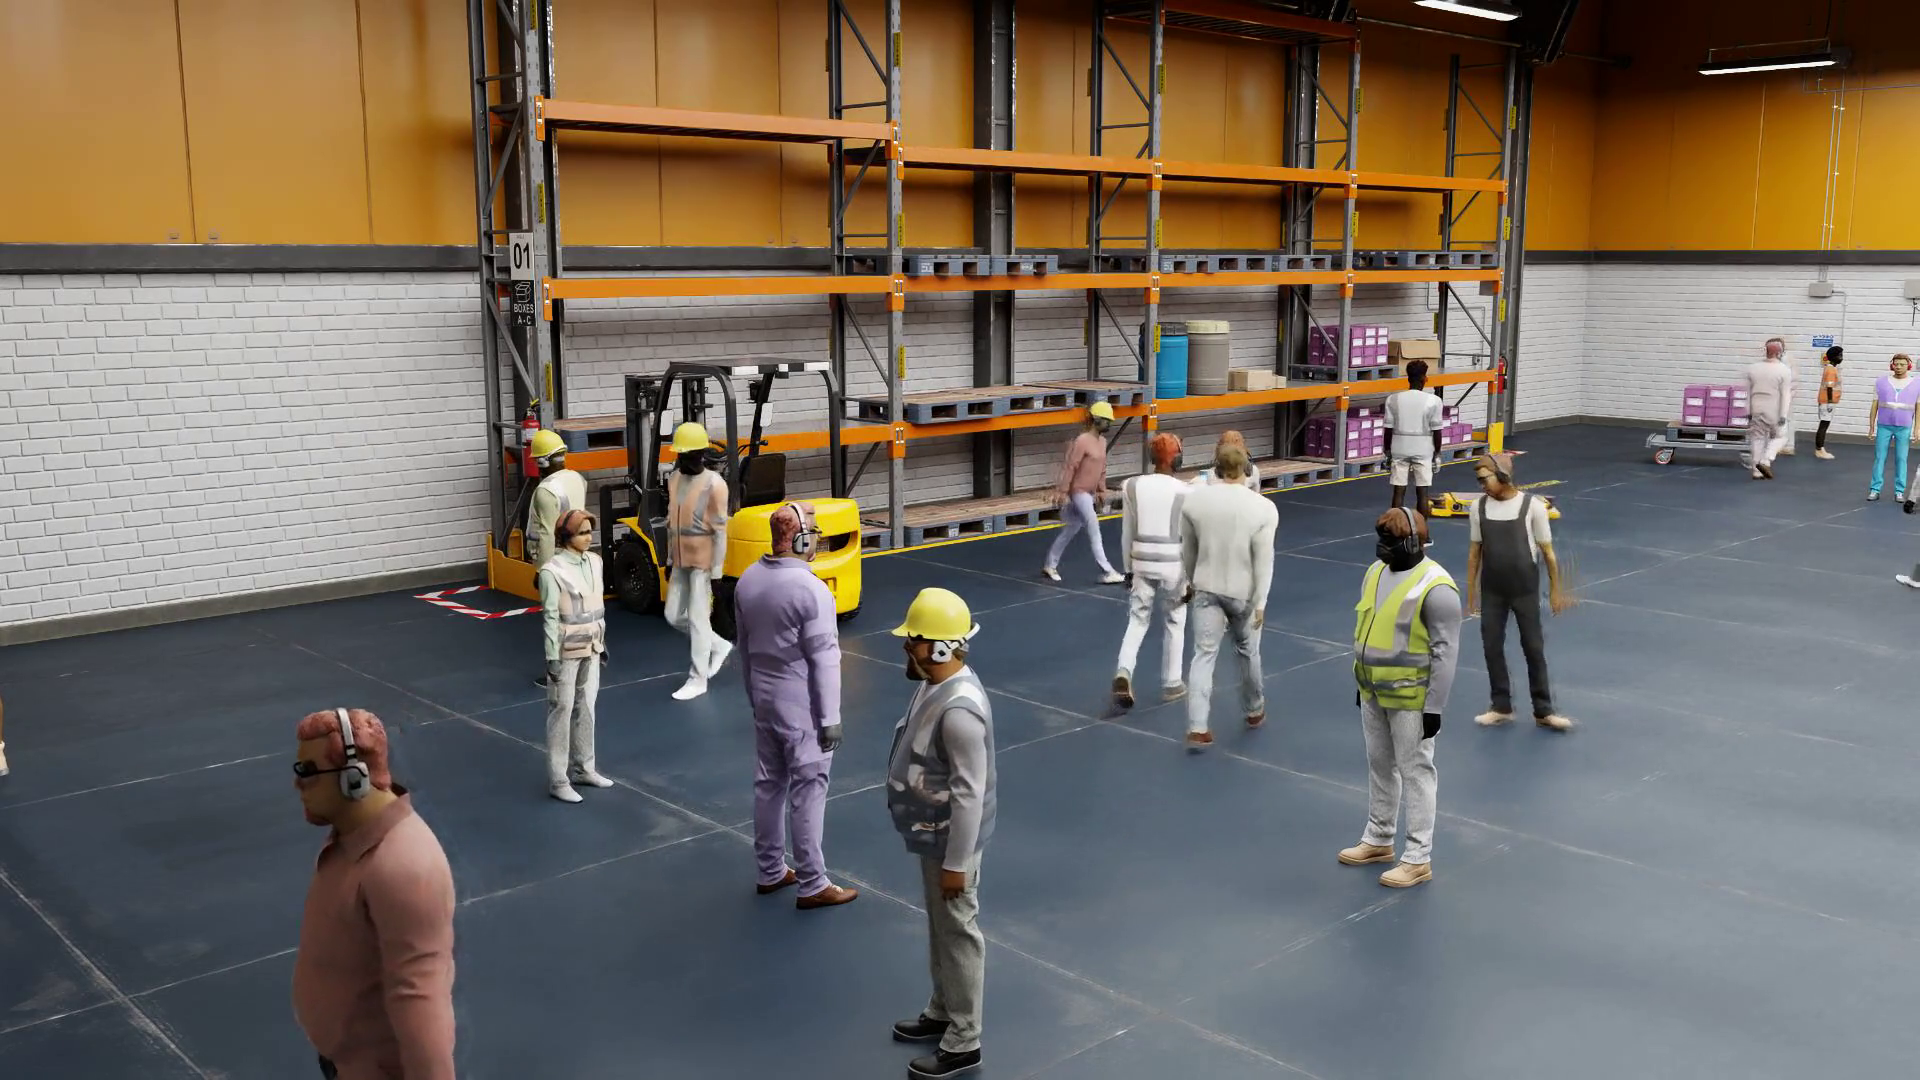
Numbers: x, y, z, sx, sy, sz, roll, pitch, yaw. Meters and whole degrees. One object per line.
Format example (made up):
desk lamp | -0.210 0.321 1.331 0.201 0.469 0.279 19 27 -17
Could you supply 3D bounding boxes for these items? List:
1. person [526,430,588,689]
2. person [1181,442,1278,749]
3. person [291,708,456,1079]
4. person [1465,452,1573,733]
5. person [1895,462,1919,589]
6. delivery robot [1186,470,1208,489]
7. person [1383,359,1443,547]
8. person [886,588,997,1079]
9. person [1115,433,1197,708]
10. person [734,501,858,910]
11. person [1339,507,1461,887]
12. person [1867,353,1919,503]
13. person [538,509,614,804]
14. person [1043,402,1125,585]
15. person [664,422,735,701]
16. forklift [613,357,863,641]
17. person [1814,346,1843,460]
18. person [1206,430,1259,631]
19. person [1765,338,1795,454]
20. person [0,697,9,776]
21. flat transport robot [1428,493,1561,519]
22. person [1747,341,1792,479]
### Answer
person | -2.844 0.136 11.723 0.403 1.823 0.586 2 10 12
person | 1.662 0.335 10.380 0.626 1.888 0.989 4 10 21
person | -1.594 1.364 4.340 0.634 1.883 0.685 -5 11 -28
person | 3.571 0.341 10.593 0.696 1.800 0.428 7 12 35
person | 8.814 -0.410 14.813 0.605 1.871 1.007 -3 10 -18
delivery robot | 2.831 -0.571 19.293 0.707 0.478 0.477 -8 13 -40
person | 4.732 -0.904 17.395 0.609 1.963 0.367 5 11 26
person | -0.071 1.078 6.173 0.404 1.835 0.588 -1 10 -8
person | 1.319 0.210 11.161 0.578 1.866 0.802 5 11 26
person | -0.759 0.766 7.786 0.408 1.908 0.645 -9 14 -44
person | 2.120 0.750 8.073 0.429 1.841 0.633 -4 10 -22
person | 11.565 -1.388 20.572 0.567 1.847 0.389 6 11 31
person | -2.156 0.637 9.332 0.310 1.636 0.523 4 11 23
person | 1.142 -0.433 15.413 0.899 1.697 0.568 5 11 28
person | -1.800 0.131 11.465 0.613 1.912 0.543 9 13 43
forklift | -1.847 -0.414 13.852 1.214 2.155 2.313 -9 13 -42
person | 13.039 -2.060 24.945 0.320 1.695 0.537 5 11 26
person | 2.193 -0.073 13.497 0.507 1.632 0.273 -5 11 -25
person | 12.417 -2.177 25.392 0.771 1.791 0.645 5 11 25
person | -5.746 0.410 9.474 0.375 2.040 0.614 0 10 -1
flat transport robot | 6.232 -0.409 19.447 1.431 0.197 0.652 2 10 12
person | 10.947 -1.741 22.519 0.442 1.893 0.646 -6 12 -32
